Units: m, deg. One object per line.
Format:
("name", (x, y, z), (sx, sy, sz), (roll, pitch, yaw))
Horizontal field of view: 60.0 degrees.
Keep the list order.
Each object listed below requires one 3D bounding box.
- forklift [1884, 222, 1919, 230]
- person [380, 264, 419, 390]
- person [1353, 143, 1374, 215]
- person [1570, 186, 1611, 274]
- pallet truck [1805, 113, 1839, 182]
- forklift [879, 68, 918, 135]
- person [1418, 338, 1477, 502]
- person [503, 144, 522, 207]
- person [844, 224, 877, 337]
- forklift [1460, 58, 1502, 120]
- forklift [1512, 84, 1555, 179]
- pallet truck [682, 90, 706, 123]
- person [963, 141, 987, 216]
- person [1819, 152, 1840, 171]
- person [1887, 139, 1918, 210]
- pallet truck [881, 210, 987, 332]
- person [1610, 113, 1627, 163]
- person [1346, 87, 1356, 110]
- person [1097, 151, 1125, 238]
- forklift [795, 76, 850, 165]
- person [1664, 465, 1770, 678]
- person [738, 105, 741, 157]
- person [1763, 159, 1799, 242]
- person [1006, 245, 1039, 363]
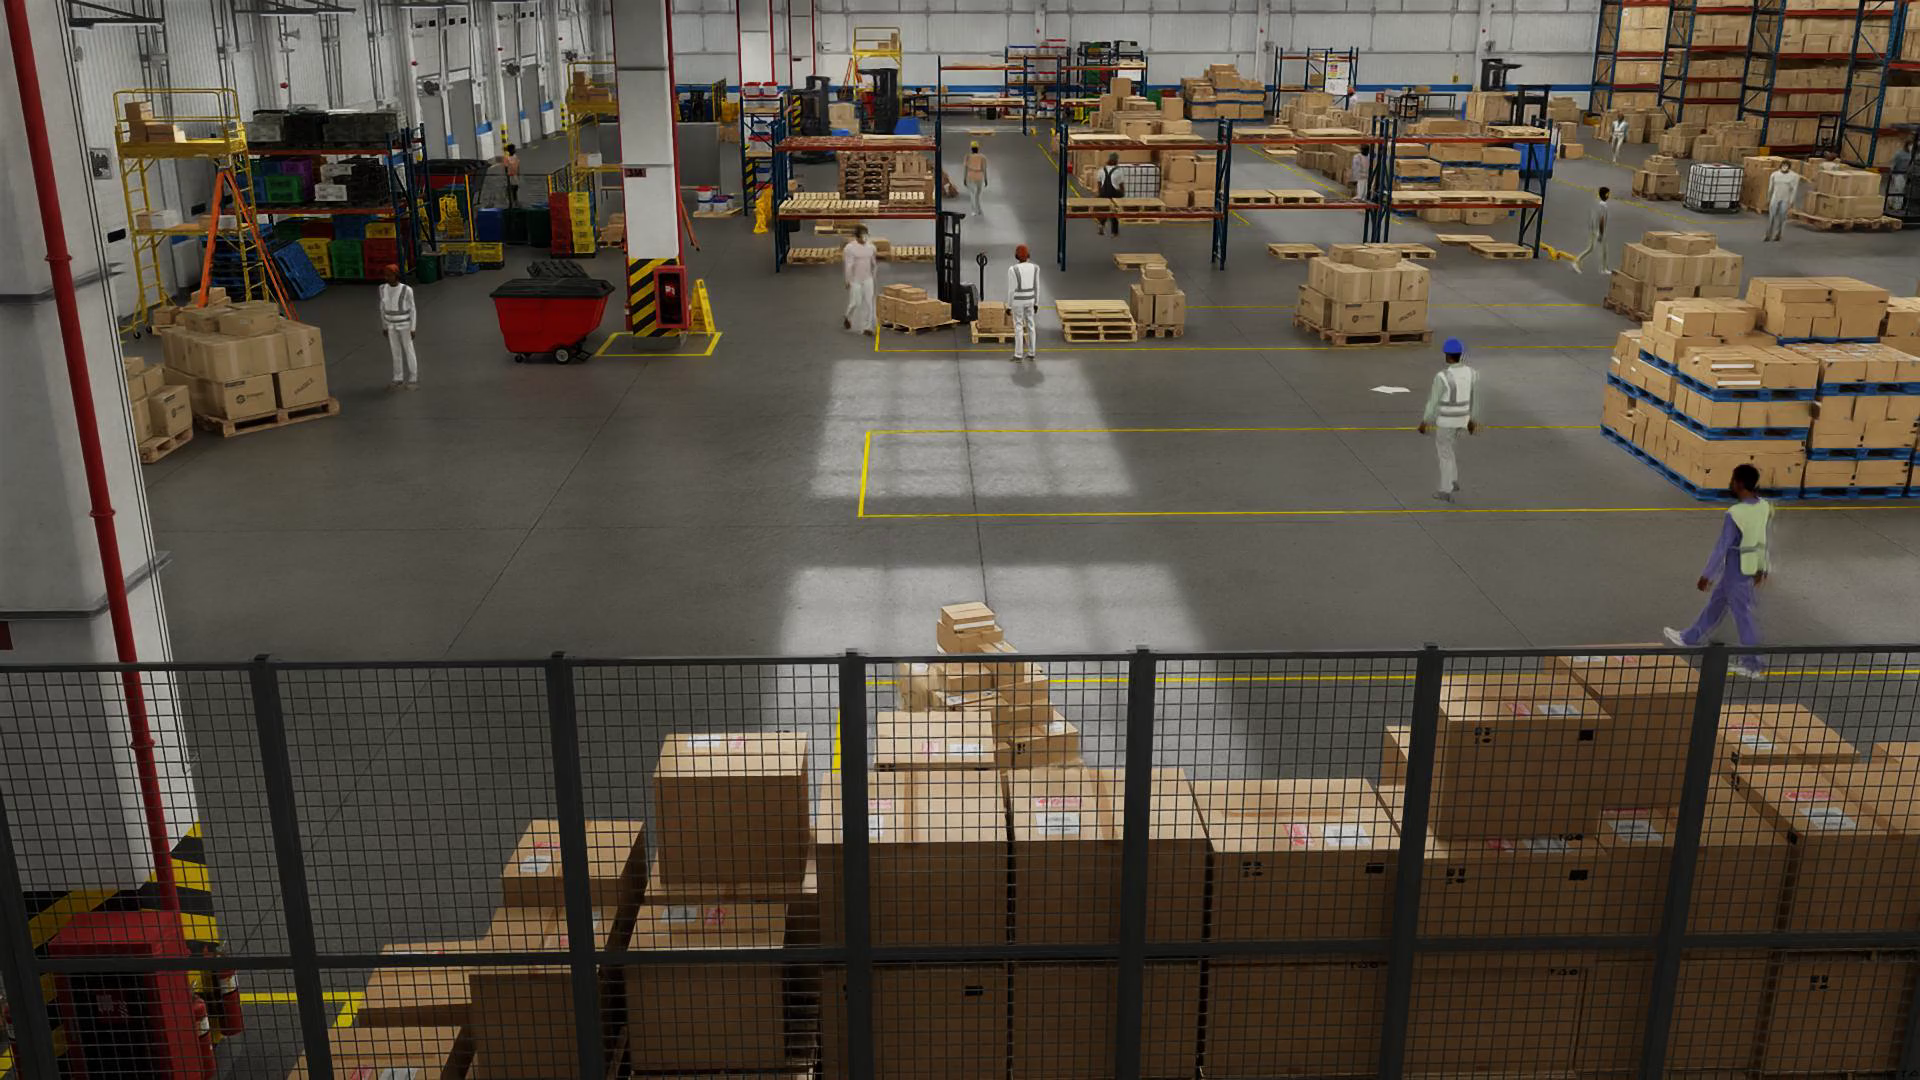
("forklift", (23.981, -9.090, 40.838), (1.873, 2.768, 1.129), (-1, 19, -2))
("person", (-8.380, -3.181, 24.846), (0.576, 1.881, 0.354), (6, 20, 18))
("person", (10.553, -9.435, 43.478), (0.655, 1.830, 0.447), (-8, 20, -22))
("person", (13.215, -6.435, 34.589), (0.870, 1.835, 0.527), (-4, 19, -11))
("pallet truck", (26.403, -11.957, 50.702), (0.823, 1.965, 1.885), (6, 19, 16))
("forklift", (-2.566, -15.673, 60.368), (1.873, 2.768, 1.129), (-10, 21, -26))
("person", (5.737, -1.410, 19.520), (0.635, 1.923, 0.491), (-13, 22, -33))
("person", (-12.100, -9.854, 44.932), (0.401, 1.681, 0.551), (9, 21, 26))
("person", (-1.729, -4.479, 28.641), (0.640, 1.919, 0.624), (-12, 22, -31))
("forklift", (21.597, -18.242, 67.986), (1.129, 2.768, 1.873), (-13, 23, -34))
("forklift", (17.640, -12.679, 51.485), (1.129, 2.768, 1.873), (-1, 19, -3))
("pallet truck", (-9.671, -15.907, 62.421), (0.823, 1.965, 1.885), (5, 19, 15))
("person", (0.389, -9.452, 43.444), (0.609, 1.879, 0.947), (-1, 19, -4))
("person", (22.608, -9.297, 43.407), (0.703, 1.618, 0.524), (-14, 23, -35))
("person", (24.910, -9.652, 44.024), (0.629, 1.913, 0.921), (-2, 19, -6))
("pallet truck", (-0.493, -4.759, 29.349), (1.885, 1.965, 0.823), (-13, 23, -34))
("person", (22.161, -13.537, 55.953), (0.533, 1.624, 0.460), (17, 25, 41))
("person", (15.375, -16.691, 64.907), (0.717, 1.897, 0.597), (11, 22, 30))
("person", (3.632, -8.212, 39.528), (0.693, 2.000, 0.560), (13, 23, 34))
("forklift", (-4.706, -14.034, 55.504), (1.873, 2.768, 1.129), (-16, 24, -39))
("person", (6.762, 0.237, 14.715), (0.622, 1.868, 0.971), (-16, 24, -39))
("person", (-7.327, -13.805, 56.293), (0.366, 1.927, 0.585), (0, 19, 0))
("person", (19.141, -7.902, 38.808), (0.644, 1.898, 0.920), (12, 22, 32))
("person", (1.006, -3.772, 26.599), (0.584, 1.881, 0.337), (-10, 21, -28))
